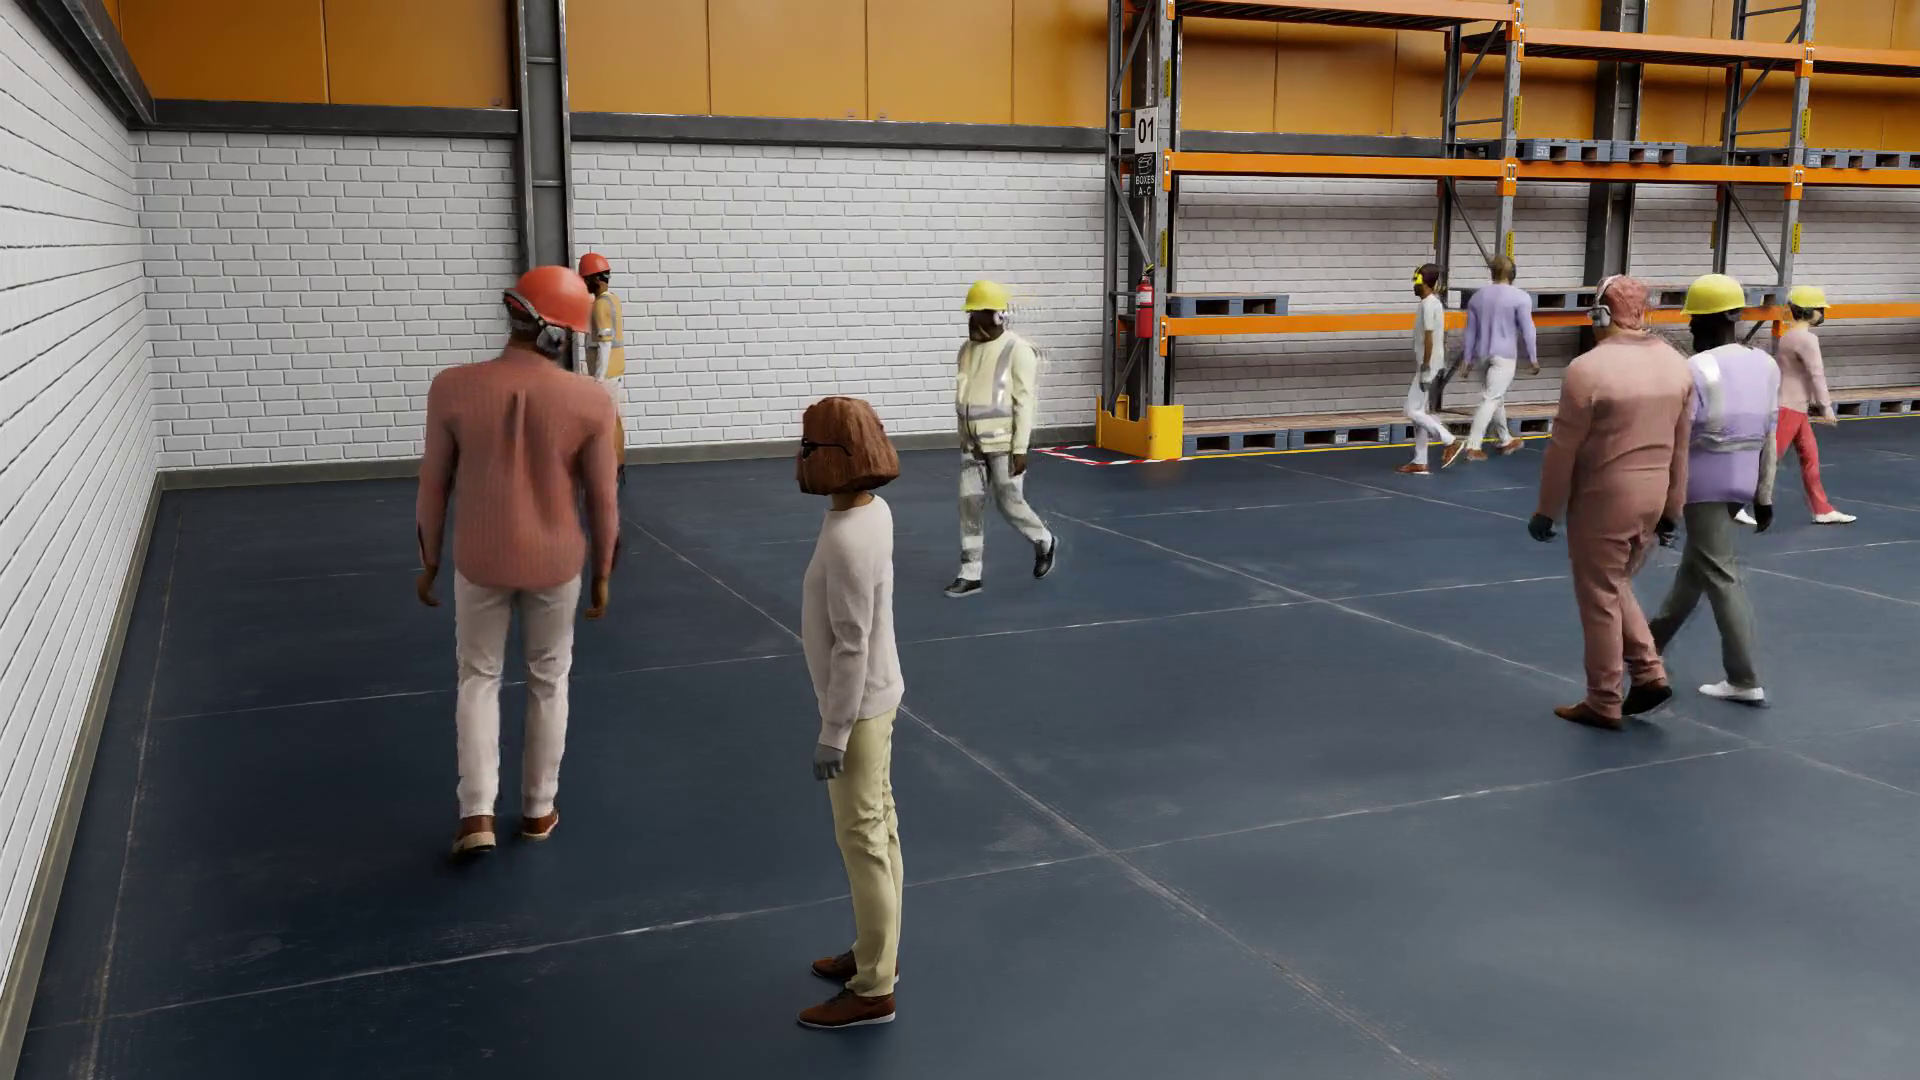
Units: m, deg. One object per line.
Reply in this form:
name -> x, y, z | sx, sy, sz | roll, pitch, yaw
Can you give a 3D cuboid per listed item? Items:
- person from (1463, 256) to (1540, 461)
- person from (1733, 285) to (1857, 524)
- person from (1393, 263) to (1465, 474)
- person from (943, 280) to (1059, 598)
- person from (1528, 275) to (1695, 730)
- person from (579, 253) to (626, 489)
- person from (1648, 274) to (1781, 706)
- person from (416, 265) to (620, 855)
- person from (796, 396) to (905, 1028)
person -> 5.014, -1.680, 15.477 | 1.011, 1.890, 0.641 | -7, 12, -33
person -> 5.930, -0.945, 11.837 | 0.929, 1.720, 0.518 | 2, 10, 13
person -> 4.091, -1.477, 14.447 | 0.495, 1.838, 0.542 | 3, 11, 17
person -> 0.239, -0.587, 9.557 | 0.592, 1.814, 0.726 | 10, 14, 43
person -> 2.687, -0.146, 6.903 | 0.639, 1.890, 0.422 | -6, 12, -29
person -> -2.941, -1.378, 13.651 | 0.372, 1.928, 0.543 | 0, 10, -2
person -> 3.322, -0.246, 7.506 | 0.597, 1.871, 0.983 | -5, 11, -26
person -> -1.454, 0.085, 5.469 | 0.671, 1.954, 0.511 | -2, 10, -13
person -> -0.288, 0.445, 4.314 | 0.279, 1.634, 0.498 | 1, 10, 4
